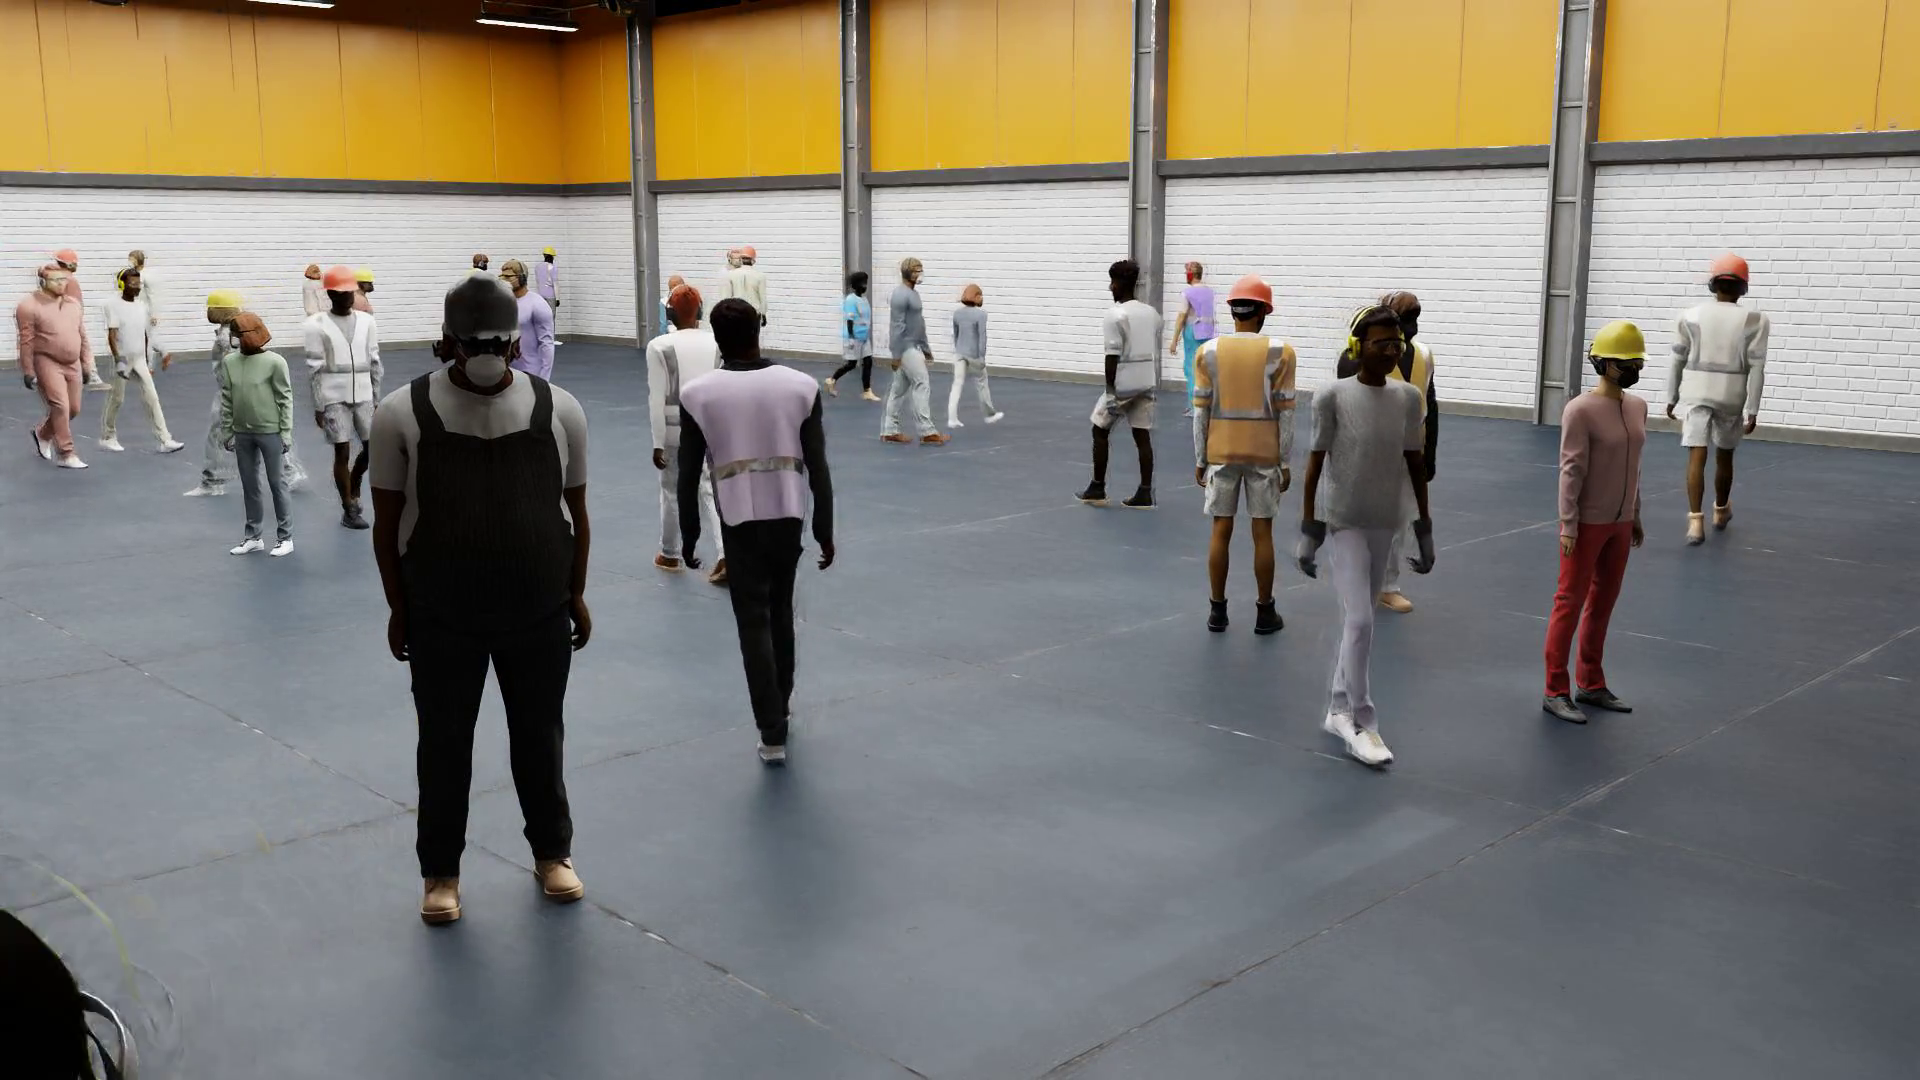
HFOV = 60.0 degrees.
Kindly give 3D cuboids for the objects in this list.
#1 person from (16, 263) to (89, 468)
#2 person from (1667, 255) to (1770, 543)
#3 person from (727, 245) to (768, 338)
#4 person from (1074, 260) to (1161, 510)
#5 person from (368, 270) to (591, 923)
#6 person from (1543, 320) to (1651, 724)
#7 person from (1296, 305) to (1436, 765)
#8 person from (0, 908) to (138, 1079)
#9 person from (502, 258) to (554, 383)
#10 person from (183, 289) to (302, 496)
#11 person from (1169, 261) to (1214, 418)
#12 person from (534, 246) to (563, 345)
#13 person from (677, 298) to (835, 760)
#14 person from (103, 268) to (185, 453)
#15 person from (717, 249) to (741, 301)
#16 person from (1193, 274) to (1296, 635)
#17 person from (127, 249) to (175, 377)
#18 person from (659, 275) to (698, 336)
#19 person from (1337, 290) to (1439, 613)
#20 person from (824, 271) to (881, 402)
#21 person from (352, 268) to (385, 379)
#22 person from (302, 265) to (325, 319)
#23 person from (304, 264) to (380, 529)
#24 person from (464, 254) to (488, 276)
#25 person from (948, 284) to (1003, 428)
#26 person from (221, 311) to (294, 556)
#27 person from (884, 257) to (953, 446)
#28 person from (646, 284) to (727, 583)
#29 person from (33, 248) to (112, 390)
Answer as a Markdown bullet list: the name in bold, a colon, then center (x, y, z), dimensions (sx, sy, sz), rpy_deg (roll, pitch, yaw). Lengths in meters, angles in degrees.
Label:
- **person**: center (-8.400, -1.611, 15.388), dimensions (0.794, 1.884, 0.654), rpy_deg (4, 11, 22)
- **person**: center (5.329, -0.999, 11.735), dimensions (0.635, 1.987, 1.043), rpy_deg (5, 12, 27)
- **person**: center (-3.177, -3.380, 24.738), dimensions (0.614, 1.982, 0.555), rpy_deg (2, 11, 12)
- **person**: center (1.236, -1.213, 13.048), dimensions (0.606, 1.940, 0.795), rpy_deg (-8, 13, -37)
- **person**: center (-1.462, 0.171, 5.213), dimensions (0.679, 2.000, 0.537), rpy_deg (-5, 11, -24)
- **person**: center (2.840, -0.079, 7.328), dimensions (0.533, 1.767, 0.326), rpy_deg (-7, 12, -32)
- **person**: center (1.713, -0.017, 6.756), dimensions (0.555, 1.846, 0.767), rpy_deg (-4, 11, -20)
- **person**: center (-0.615, 1.046, 1.141), dimensions (0.582, 1.796, 0.931), rpy_deg (5, 11, 23)
- **person**: center (-3.644, -1.368, 13.884), dimensions (0.629, 1.939, 0.374), rpy_deg (7, 12, 32)
- **person**: center (-5.935, -1.209, 13.681), dimensions (0.894, 1.711, 0.490), rpy_deg (-2, 11, -10)
- **person**: center (2.693, -2.339, 19.500), dimensions (0.577, 1.826, 0.566), rpy_deg (9, 14, 40)
- **person**: center (-8.013, -4.756, 32.419), dimensions (0.585, 1.919, 0.388), rpy_deg (6, 12, 30)
- **person**: center (-0.852, -0.057, 6.919), dimensions (0.612, 1.870, 0.842), rpy_deg (-4, 11, -20)
- **person**: center (-8.135, -1.749, 16.312), dimensions (0.997, 1.816, 0.534), rpy_deg (6, 12, 28)
- **person**: center (-3.577, -3.666, 26.501), dimensions (0.407, 1.906, 0.655), rpy_deg (5, 12, 26)
- **person**: center (1.523, -0.453, 8.934), dimensions (0.547, 1.924, 0.391), rpy_deg (4, 11, 19)
- **person**: center (-12.330, -3.444, 25.255), dimensions (0.637, 1.921, 0.614), rpy_deg (9, 14, 41)
- **person**: center (-3.496, -2.473, 20.730), dimensions (0.513, 1.637, 0.313), rpy_deg (-6, 12, -29)
- **person**: center (2.427, -0.490, 9.398), dimensions (0.648, 1.823, 0.451), rpy_deg (-5, 11, -25)
- **person**: center (-1.387, -2.602, 21.314), dimensions (0.707, 1.676, 0.541), rpy_deg (5, 11, 25)
- **person**: center (-6.930, -2.297, 19.440), dimensions (0.369, 1.750, 0.549), rpy_deg (-4, 11, -19)
- **person**: center (-10.915, -3.832, 28.149), dimensions (0.507, 1.632, 0.264), rpy_deg (8, 13, 36)
- **person**: center (-4.507, -1.046, 12.167), dimensions (0.547, 1.926, 0.543), rpy_deg (-10, 14, -42)
- **person**: center (-7.638, -3.645, 26.580), dimensions (0.619, 1.838, 0.430), rpy_deg (9, 14, 40)
- **person**: center (0.140, -2.054, 18.558), dimensions (0.520, 1.579, 0.845), rpy_deg (8, 13, 38)
- **person**: center (-4.684, -0.702, 11.081), dimensions (0.507, 1.631, 0.278), rpy_deg (3, 11, 14)
- **person**: center (-0.402, -1.902, 16.895), dimensions (0.867, 1.909, 0.634), rpy_deg (1, 10, 7)
- **person**: center (-1.639, -0.658, 10.288), dimensions (0.591, 1.843, 0.976), rpy_deg (-7, 12, -33)
- **person**: center (-12.200, -2.987, 22.668), dimensions (0.624, 1.962, 0.963), rpy_deg (8, 13, 37)
